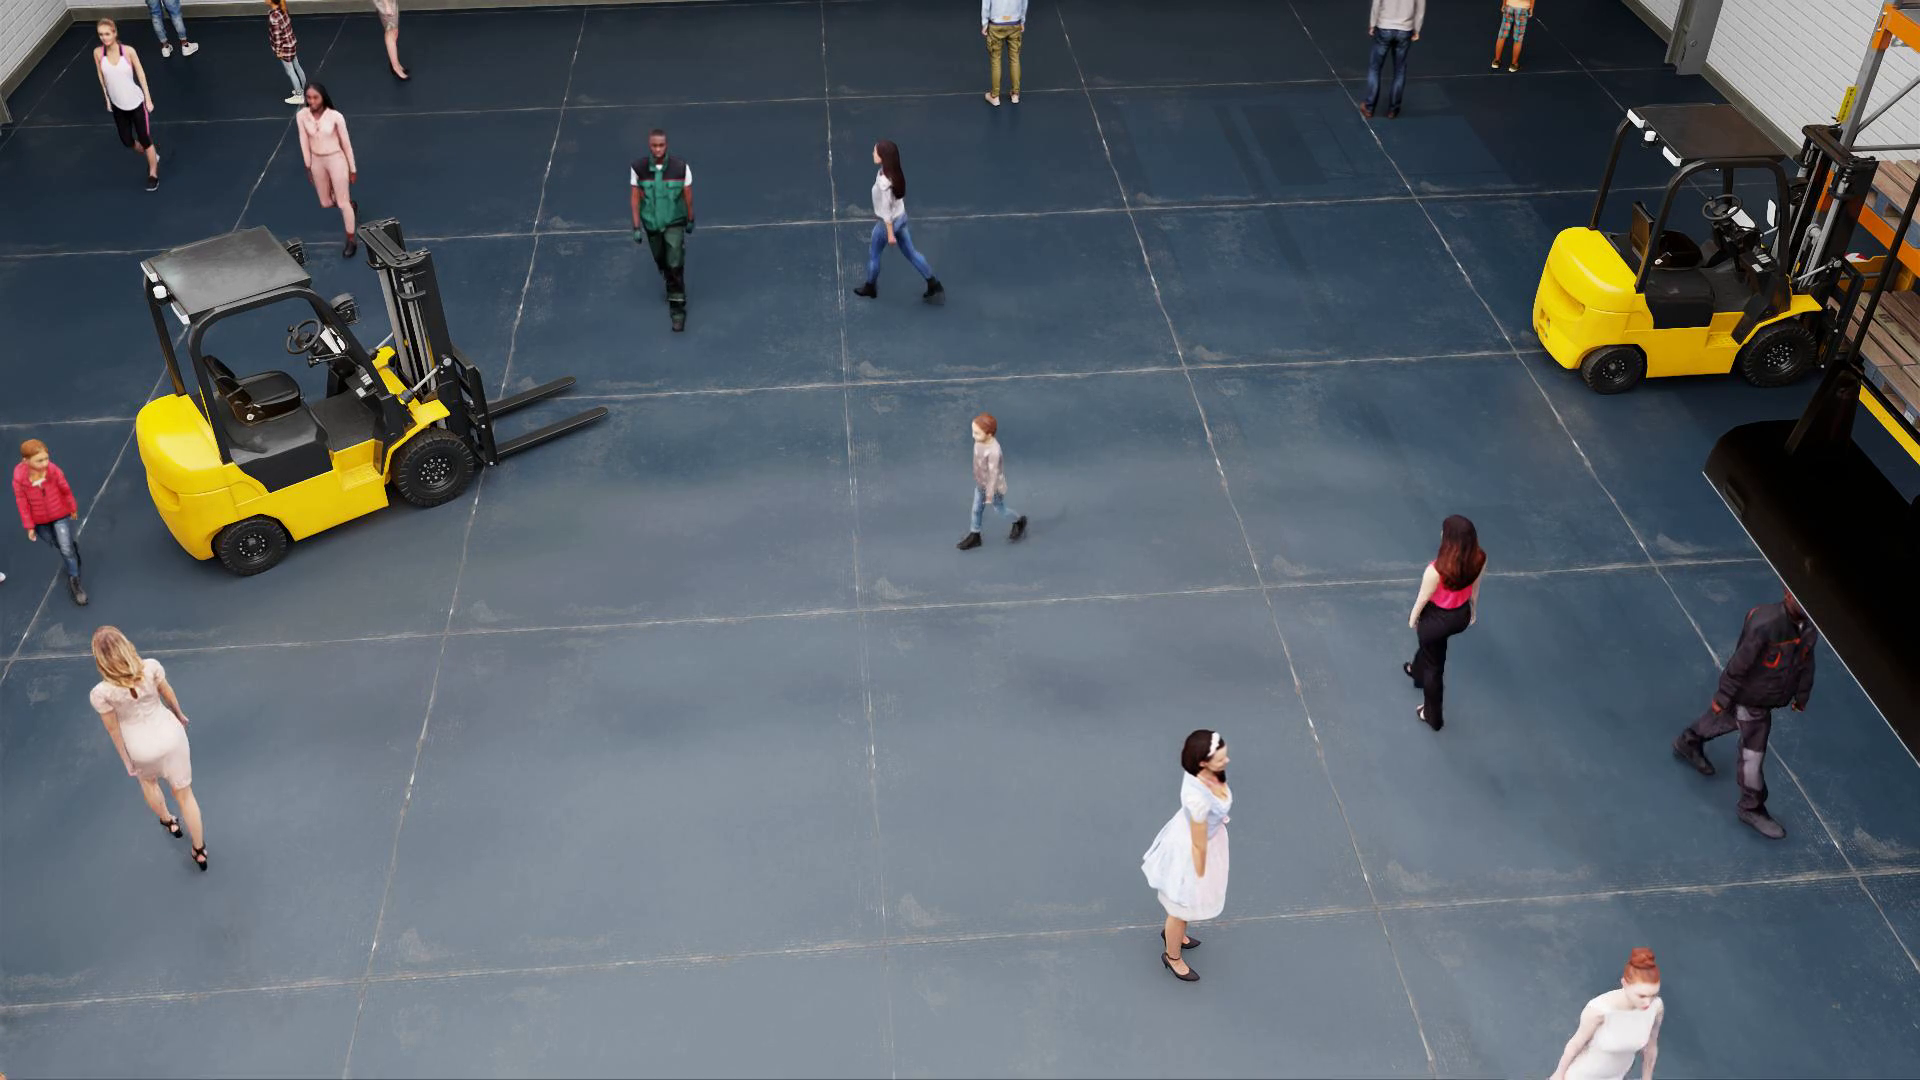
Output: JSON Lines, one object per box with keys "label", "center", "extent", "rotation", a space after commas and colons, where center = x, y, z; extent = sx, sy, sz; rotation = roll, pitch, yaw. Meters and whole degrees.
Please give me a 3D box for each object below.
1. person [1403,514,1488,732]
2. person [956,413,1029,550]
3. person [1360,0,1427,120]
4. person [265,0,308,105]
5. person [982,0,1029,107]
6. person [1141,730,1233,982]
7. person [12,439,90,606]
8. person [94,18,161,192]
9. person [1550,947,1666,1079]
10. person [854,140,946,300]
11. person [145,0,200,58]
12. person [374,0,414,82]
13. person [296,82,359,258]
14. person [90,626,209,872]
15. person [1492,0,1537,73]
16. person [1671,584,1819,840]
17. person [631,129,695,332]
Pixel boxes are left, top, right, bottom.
{"label": "person", "center": [3.165, 0.569, 10.734], "extent": [0.759, 1.638, 0.945], "rotation": [-15, 41, -18]}
{"label": "person", "center": [0.272, -0.441, 12.367], "extent": [0.751, 1.178, 0.812], "rotation": [-21, 43, -24]}
{"label": "person", "center": [4.746, -5.573, 18.214], "extent": [0.789, 1.901, 0.724], "rotation": [6, 39, 8]}
{"label": "person", "center": [-7.572, -5.562, 18.678], "extent": [0.627, 1.305, 0.494], "rotation": [4, 39, 4]}
{"label": "person", "center": [0.495, -5.739, 18.494], "extent": [0.710, 1.812, 0.618], "rotation": [-9, 40, -11]}
{"label": "person", "center": [1.282, 1.722, 9.145], "extent": [0.840, 1.819, 0.750], "rotation": [7, 39, 8]}
{"label": "person", "center": [-6.553, -0.187, 11.969], "extent": [0.711, 1.277, 0.964], "rotation": [-16, 41, -19]}
{"label": "person", "center": [-8.421, -4.466, 16.922], "extent": [0.622, 1.782, 0.668], "rotation": [-2, 39, -3]}
{"label": "person", "center": [3.076, 2.537, 8.156], "extent": [0.638, 1.780, 0.671], "rotation": [-8, 39, -9]}
{"label": "person", "center": [-0.528, -2.855, 15.055], "extent": [0.938, 1.596, 1.102], "rotation": [11, 40, 13]}
{"label": "person", "center": [-9.491, -6.607, 19.577], "extent": [0.695, 1.814, 0.601], "rotation": [-1, 39, -1]}
{"label": "person", "center": [-6.580, -6.154, 19.067], "extent": [0.705, 1.744, 0.524], "rotation": [-11, 40, -14]}
{"label": "person", "center": [-5.976, -3.580, 15.872], "extent": [0.697, 1.710, 0.892], "rotation": [2, 39, 2]}
{"label": "person", "center": [-4.681, 1.262, 9.728], "extent": [0.799, 1.810, 0.907], "rotation": [-24, 44, -27]}
{"label": "person", "center": [6.487, -6.193, 19.342], "extent": [0.602, 1.461, 0.642], "rotation": [21, 43, 24]}
{"label": "person", "center": [4.847, 0.861, 10.249], "extent": [1.020, 1.786, 1.291], "rotation": [-18, 42, -21]}
{"label": "person", "center": [-2.655, -2.857, 14.902], "extent": [0.735, 1.790, 1.215], "rotation": [-1, 39, -2]}
